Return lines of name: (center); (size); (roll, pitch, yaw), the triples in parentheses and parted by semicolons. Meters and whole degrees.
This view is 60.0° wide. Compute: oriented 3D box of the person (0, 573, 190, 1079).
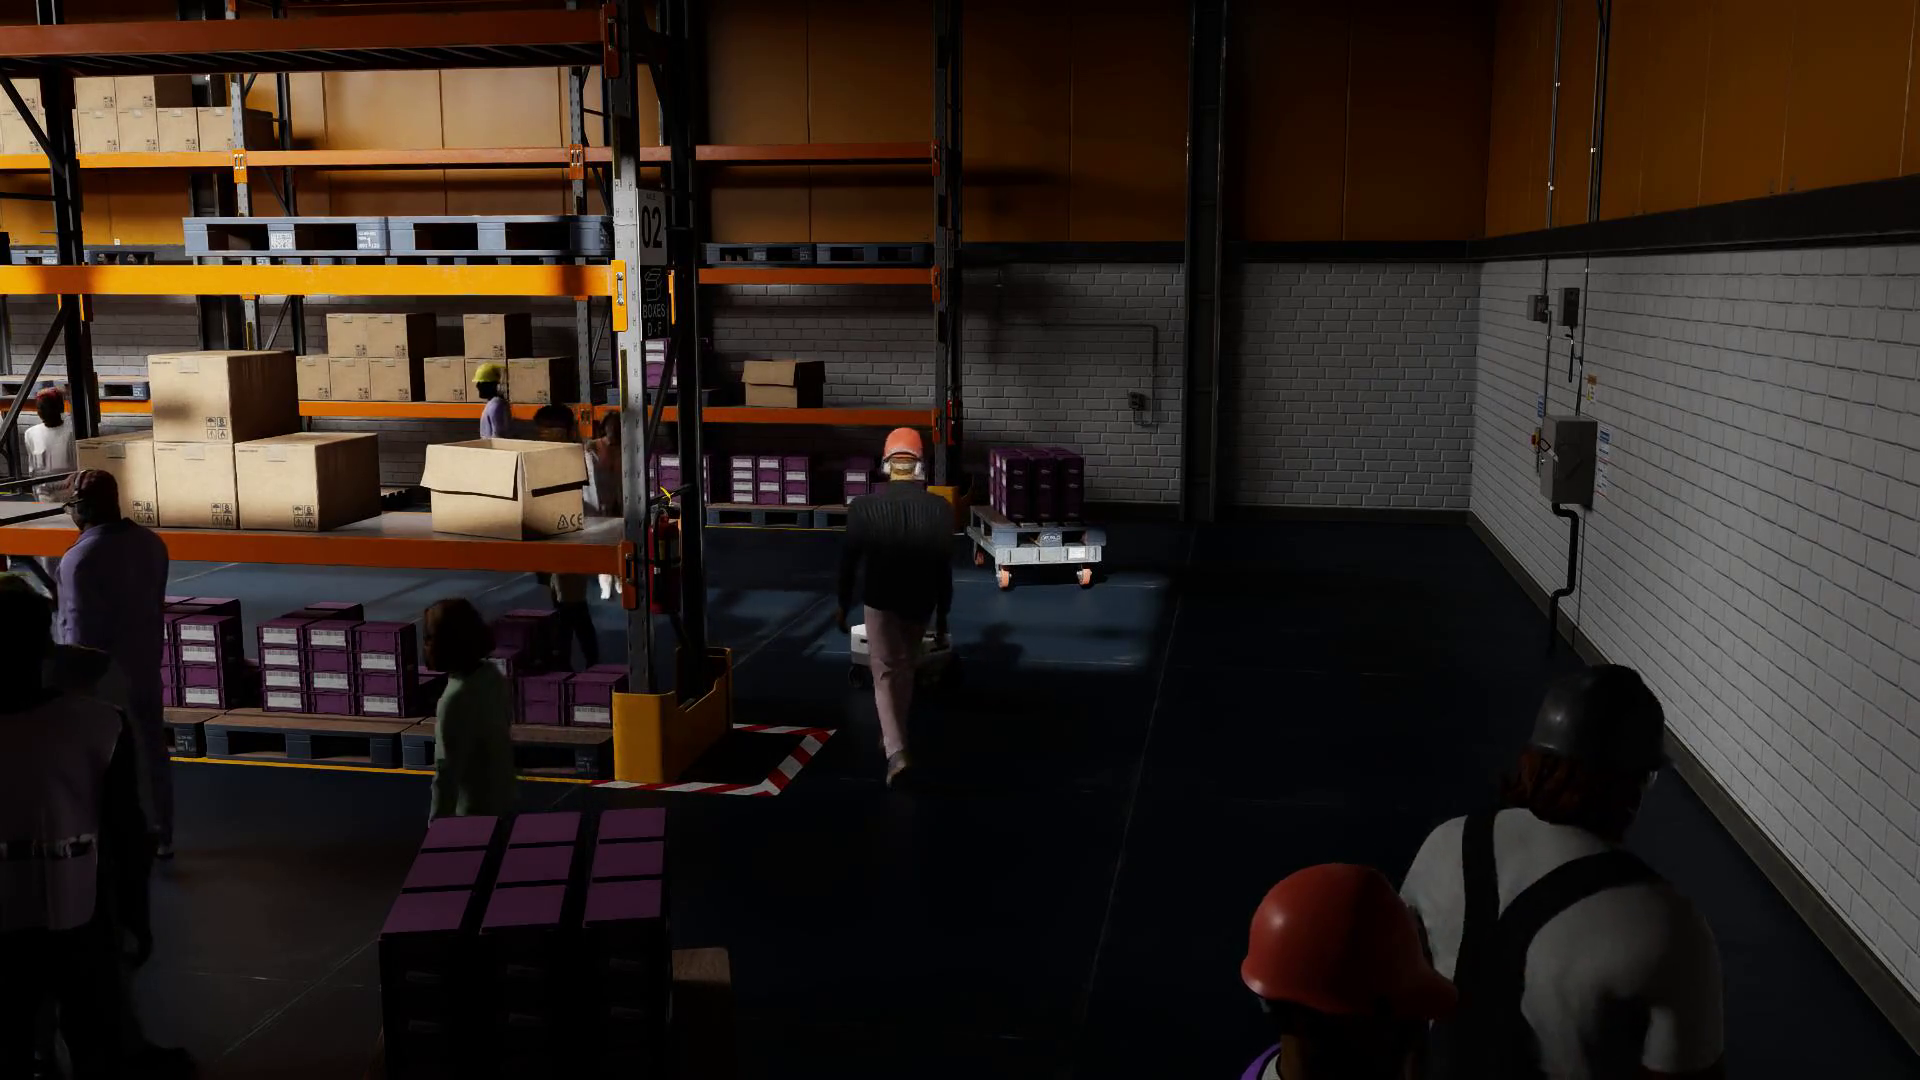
person: (-3.057, 0.994, 5.754); (0.710, 1.785, 0.406); (0, 9, -2)

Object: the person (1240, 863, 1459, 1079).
person: (0.539, 1.426, 2.551); (0.361, 1.940, 0.543); (3, 10, 19)

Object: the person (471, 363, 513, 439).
person: (-4.582, -0.830, 16.671); (0.802, 1.899, 0.589); (-1, 9, -9)

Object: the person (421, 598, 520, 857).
person: (-1.803, 1.007, 6.098); (0.542, 1.614, 0.547); (0, 9, 1)

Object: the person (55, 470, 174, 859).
person: (-3.920, 0.619, 7.677); (0.408, 1.903, 0.638); (1, 9, 7)

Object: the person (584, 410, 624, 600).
person: (-2.936, -0.293, 14.208); (0.537, 1.609, 0.736); (-3, 10, -16)

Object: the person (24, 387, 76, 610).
person: (-7.491, -0.365, 13.956); (0.587, 1.857, 0.910); (0, 9, -2)

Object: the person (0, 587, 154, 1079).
person: (-2.620, 1.085, 4.732); (0.591, 1.918, 0.390); (-3, 10, -20)

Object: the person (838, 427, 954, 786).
person: (-0.341, 0.349, 9.248); (0.644, 1.945, 1.022); (-2, 9, -9)

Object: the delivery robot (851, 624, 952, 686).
delivery robot: (-0.394, 0.700, 11.048); (0.707, 0.478, 0.477); (8, 12, 41)

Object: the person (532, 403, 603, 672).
person: (-2.681, 0.056, 11.048); (0.782, 1.934, 0.627); (3, 10, 17)
